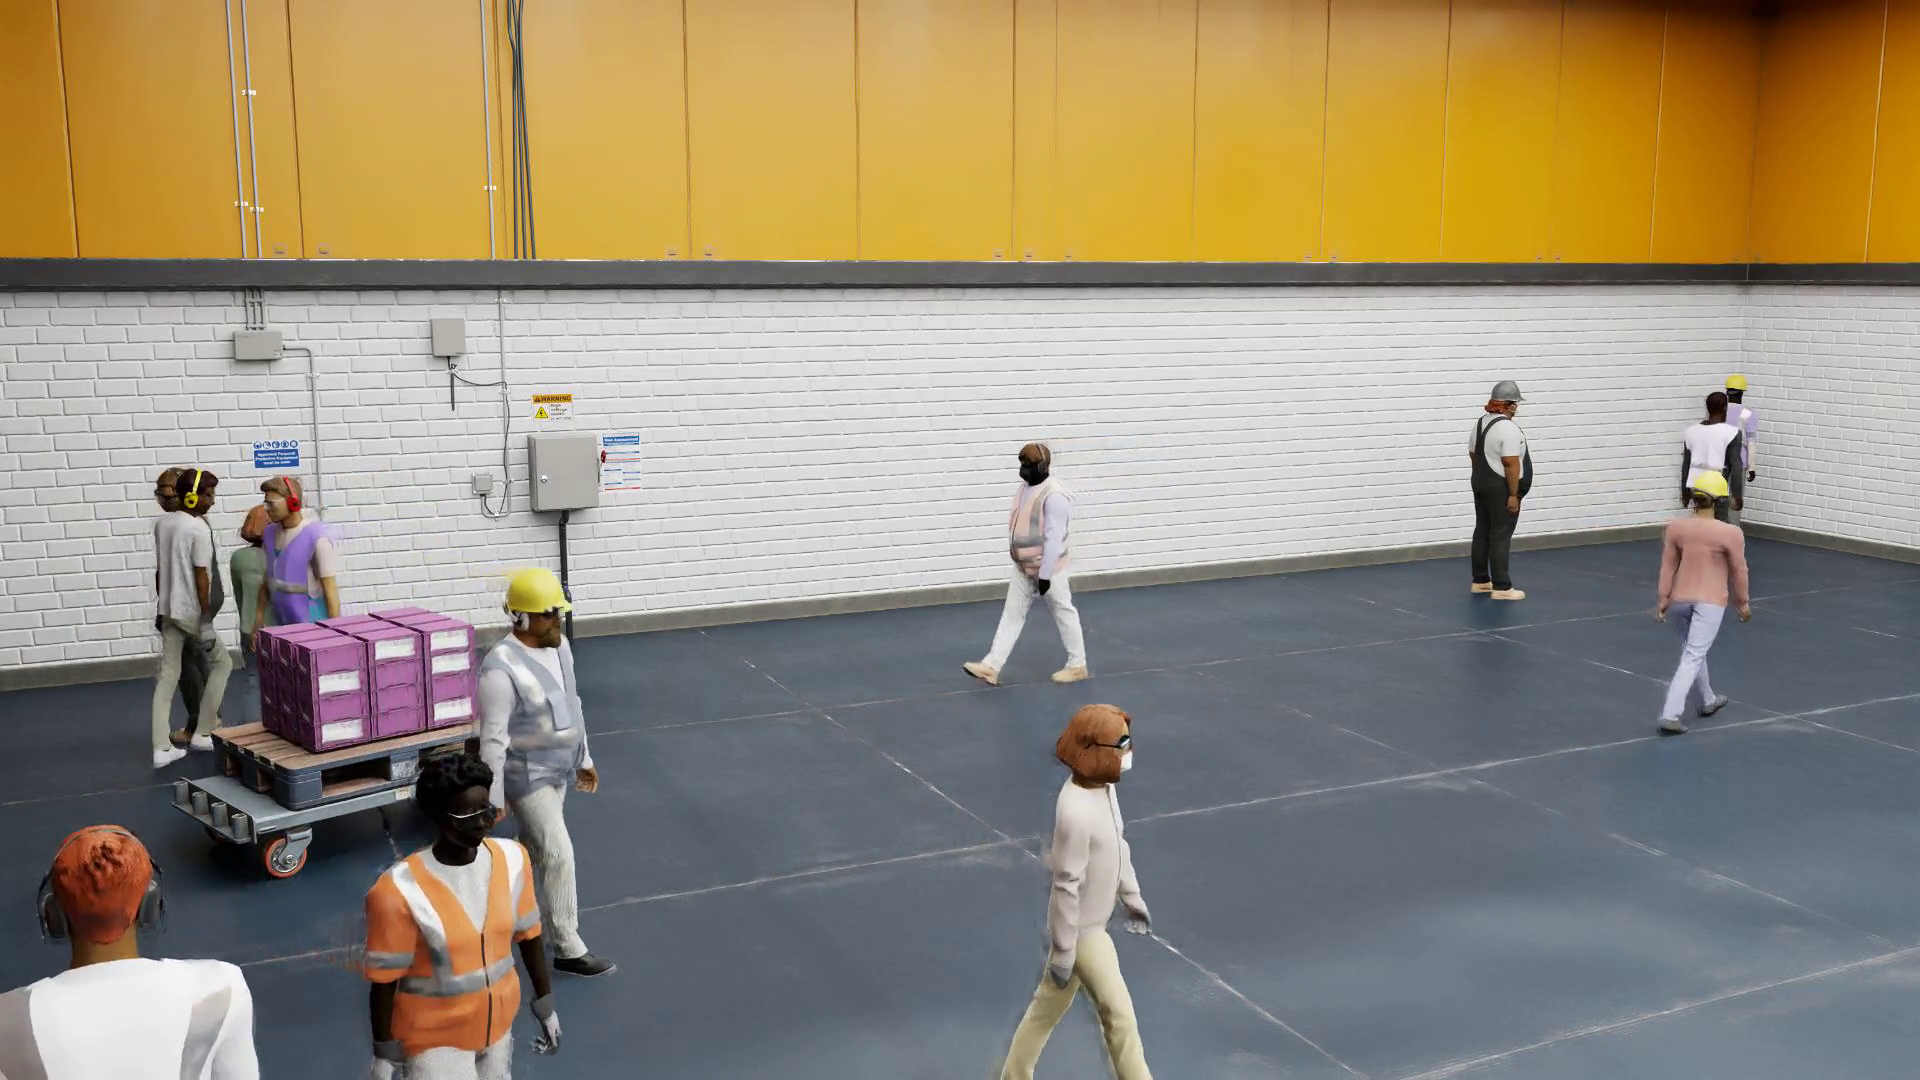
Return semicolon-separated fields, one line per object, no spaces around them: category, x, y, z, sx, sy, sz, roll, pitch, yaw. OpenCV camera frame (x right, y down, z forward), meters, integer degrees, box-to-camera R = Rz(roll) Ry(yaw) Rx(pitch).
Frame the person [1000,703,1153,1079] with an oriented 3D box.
person;0.494;1.331;5.694;0.847;1.586;0.518;2;9;12

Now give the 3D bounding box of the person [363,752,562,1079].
person;-1.363;1.434;4.767;0.656;1.671;0.558;6;11;35

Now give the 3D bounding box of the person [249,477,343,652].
person;-4.011;0.527;9.982;0.563;1.819;0.607;7;12;38

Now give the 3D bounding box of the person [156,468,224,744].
person;-4.924;0.429;10.663;0.383;1.809;0.524;-4;10;-25

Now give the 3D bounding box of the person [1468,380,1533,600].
person;5.067;-0.479;15.539;0.536;2.000;0.682;-2;9;-12

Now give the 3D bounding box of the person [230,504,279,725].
person;-4.222;0.569;10.341;0.513;1.608;0.664;3;10;20

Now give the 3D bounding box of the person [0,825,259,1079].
person;-1.816;1.530;3.595;0.623;1.868;0.444;-6;11;-34

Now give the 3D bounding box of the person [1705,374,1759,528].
person;8.466;-0.858;18.290;0.391;1.919;0.582;-7;12;-38

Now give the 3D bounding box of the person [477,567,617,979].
person;-1.909;0.987;7.202;0.810;1.801;0.589;2;9;11

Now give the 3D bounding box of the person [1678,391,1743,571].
person;7.180;-0.483;16.022;0.729;1.896;0.603;-5;10;-27

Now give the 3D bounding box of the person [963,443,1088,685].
person;0.532;0.193;12.133;1.002;1.787;0.644;-4;10;-26

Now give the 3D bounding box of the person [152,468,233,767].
person;-4.781;0.466;10.329;0.641;1.828;0.690;5;10;26

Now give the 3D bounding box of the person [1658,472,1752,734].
person;4.932;0.408;11.033;0.924;1.717;0.523;-6;11;-34
